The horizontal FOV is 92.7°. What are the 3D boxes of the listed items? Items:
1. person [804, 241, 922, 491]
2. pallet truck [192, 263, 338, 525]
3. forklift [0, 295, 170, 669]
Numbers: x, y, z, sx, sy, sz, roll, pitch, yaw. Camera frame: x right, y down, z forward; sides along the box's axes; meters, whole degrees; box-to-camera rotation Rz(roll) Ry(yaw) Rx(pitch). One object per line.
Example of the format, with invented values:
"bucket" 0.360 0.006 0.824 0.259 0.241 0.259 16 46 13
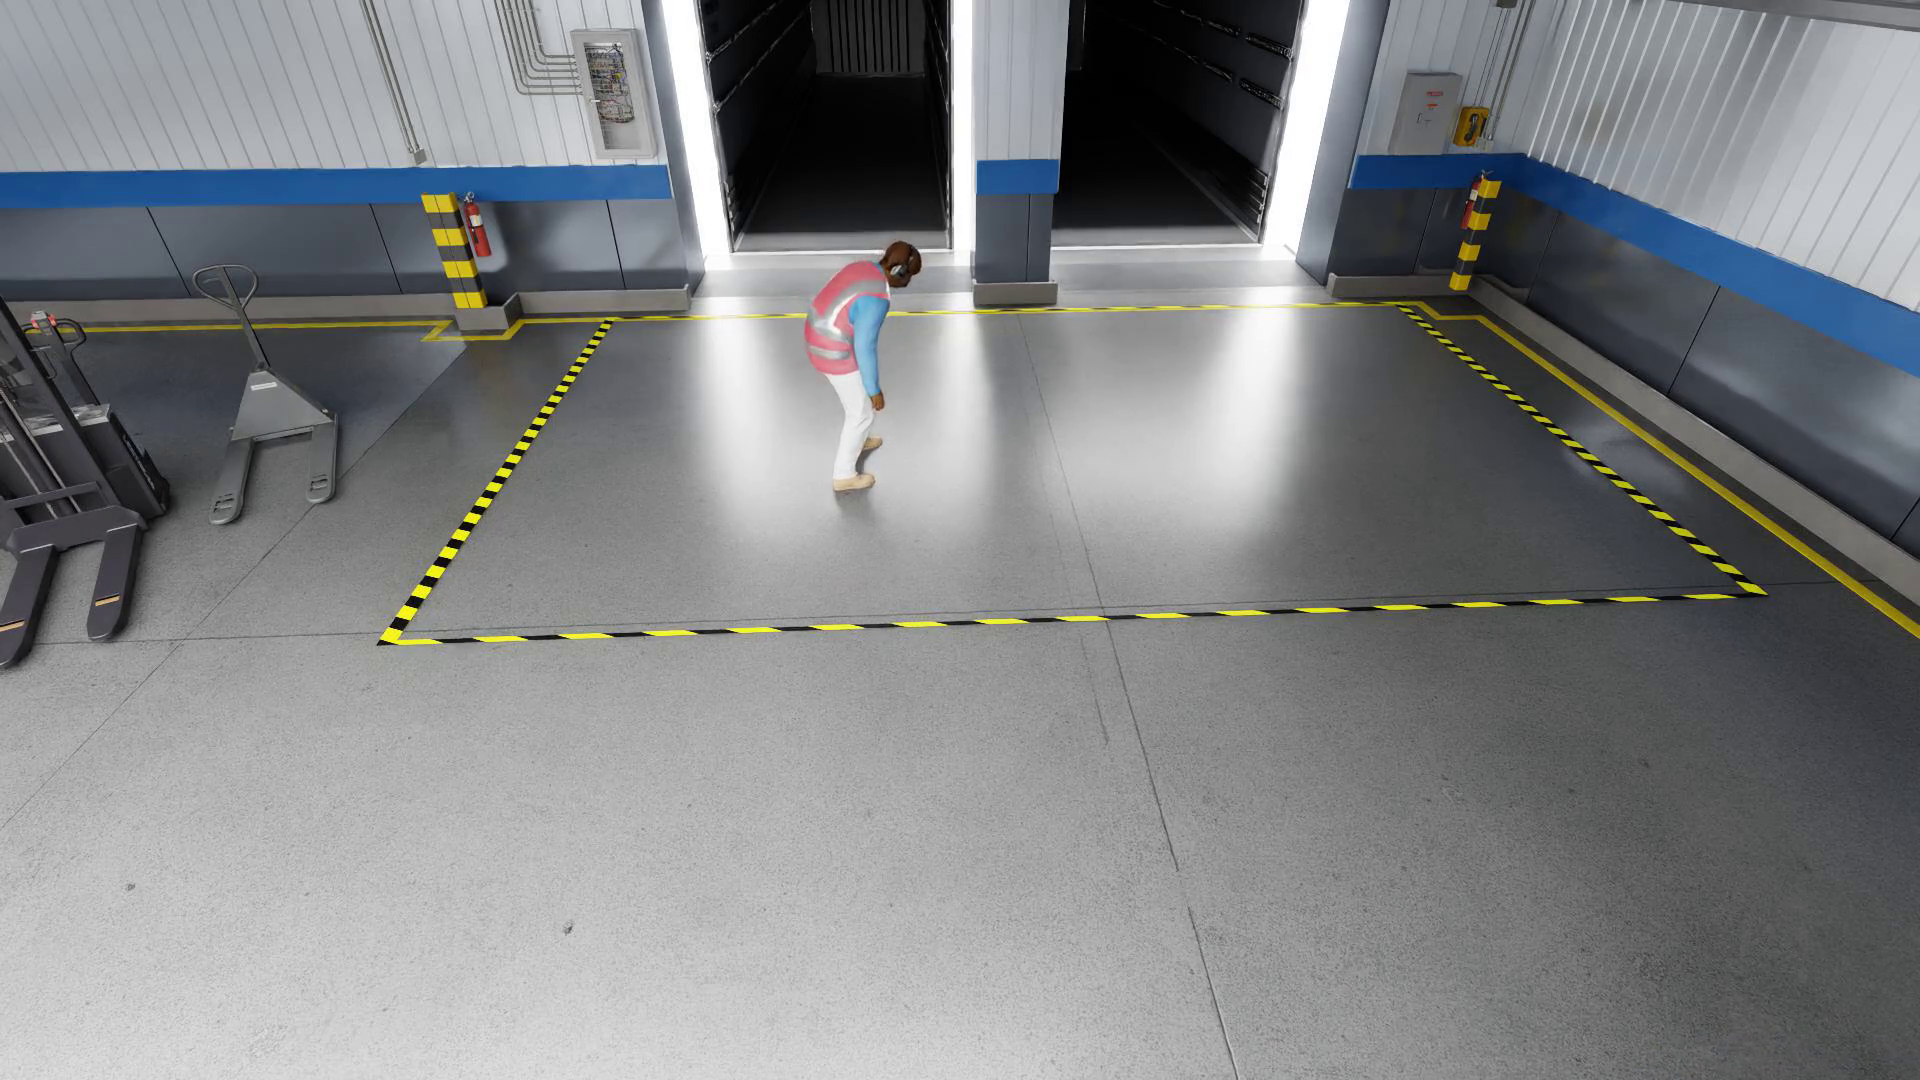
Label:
"person" -0.624 -1.164 6.044 0.779 1.574 0.861 -13 37 -18
"pallet truck" -4.778 -1.027 6.128 0.680 1.201 1.601 -17 38 -23
"forklift" -5.212 -0.618 4.878 0.823 1.965 1.885 -20 39 -26
